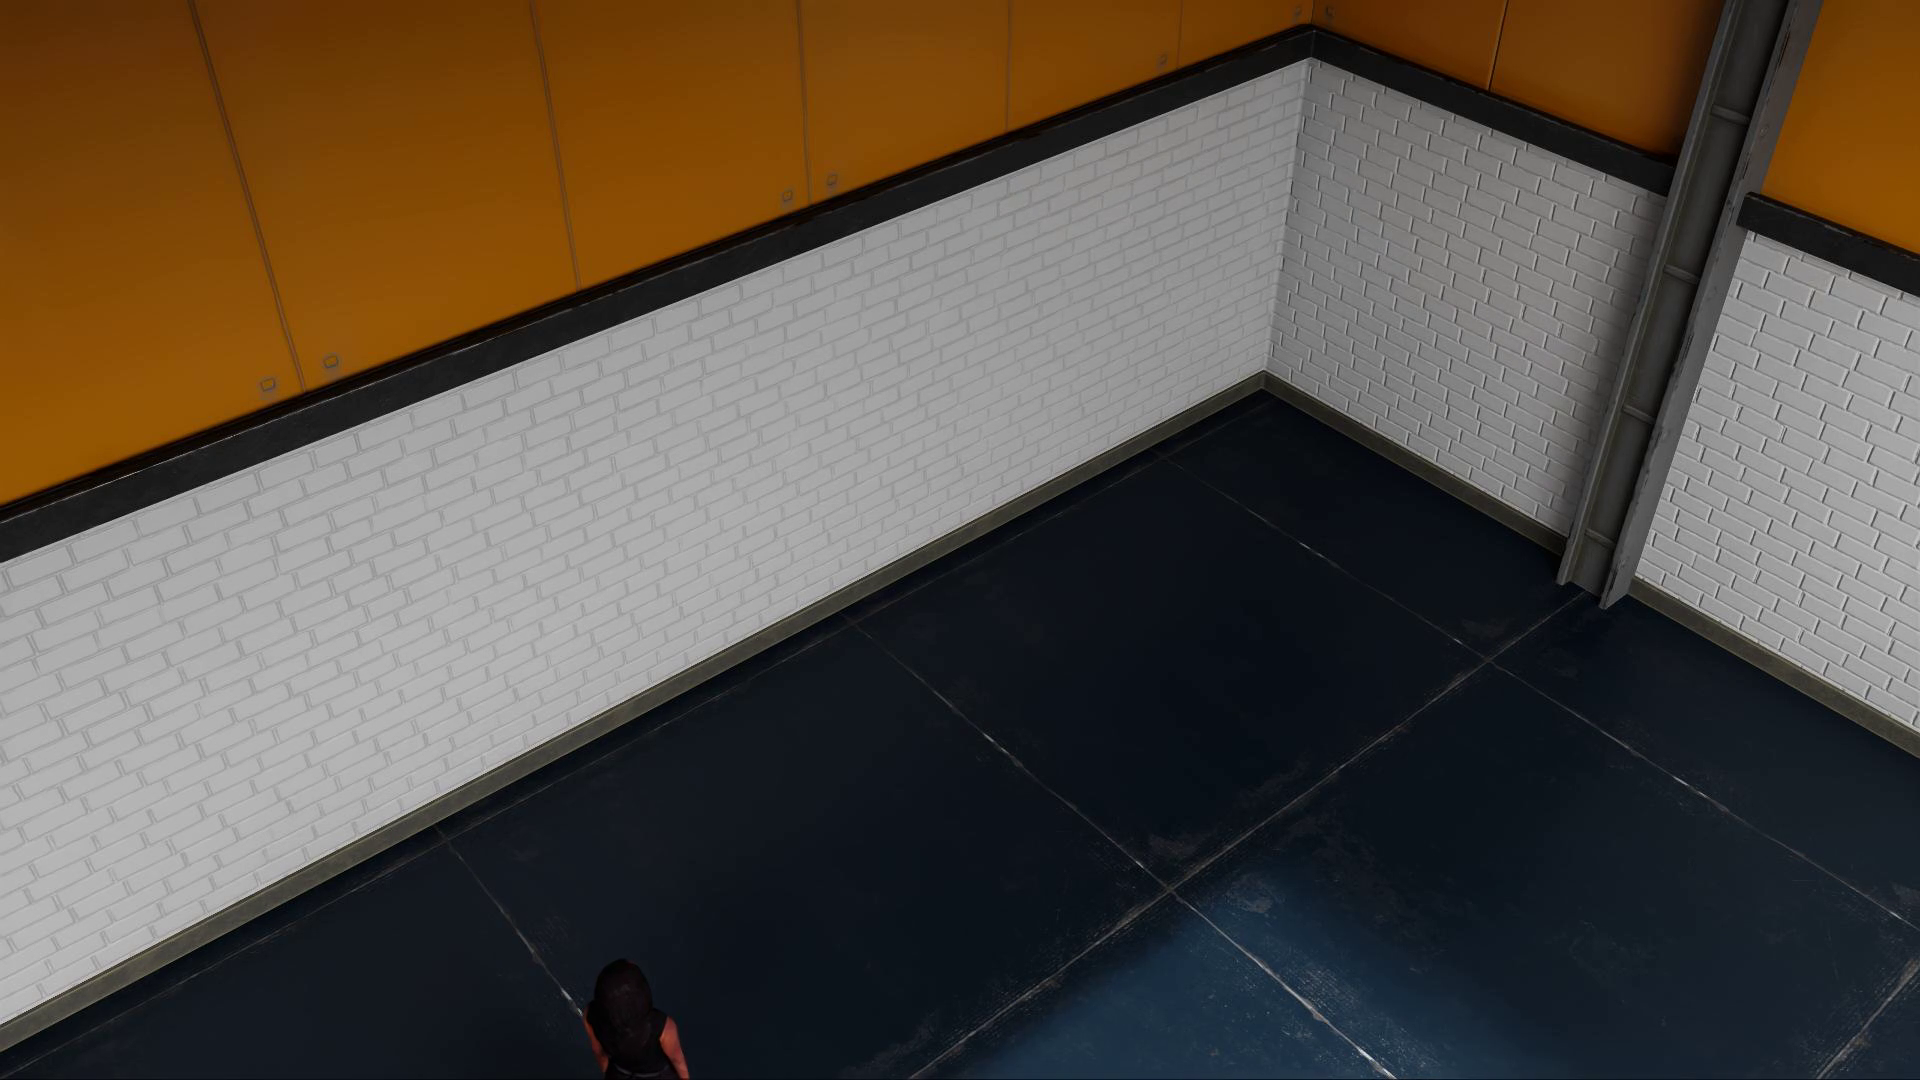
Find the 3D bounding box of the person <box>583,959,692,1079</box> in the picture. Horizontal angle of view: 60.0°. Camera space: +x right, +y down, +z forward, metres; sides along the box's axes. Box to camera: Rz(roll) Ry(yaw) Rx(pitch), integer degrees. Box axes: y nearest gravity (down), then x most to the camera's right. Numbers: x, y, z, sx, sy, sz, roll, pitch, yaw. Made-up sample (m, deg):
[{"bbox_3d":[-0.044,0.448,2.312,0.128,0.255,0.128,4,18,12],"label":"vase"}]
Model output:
[{"bbox_3d":[-1.420,2.476,7.505,0.657,1.740,0.746,8,39,10],"label":"person"}]
